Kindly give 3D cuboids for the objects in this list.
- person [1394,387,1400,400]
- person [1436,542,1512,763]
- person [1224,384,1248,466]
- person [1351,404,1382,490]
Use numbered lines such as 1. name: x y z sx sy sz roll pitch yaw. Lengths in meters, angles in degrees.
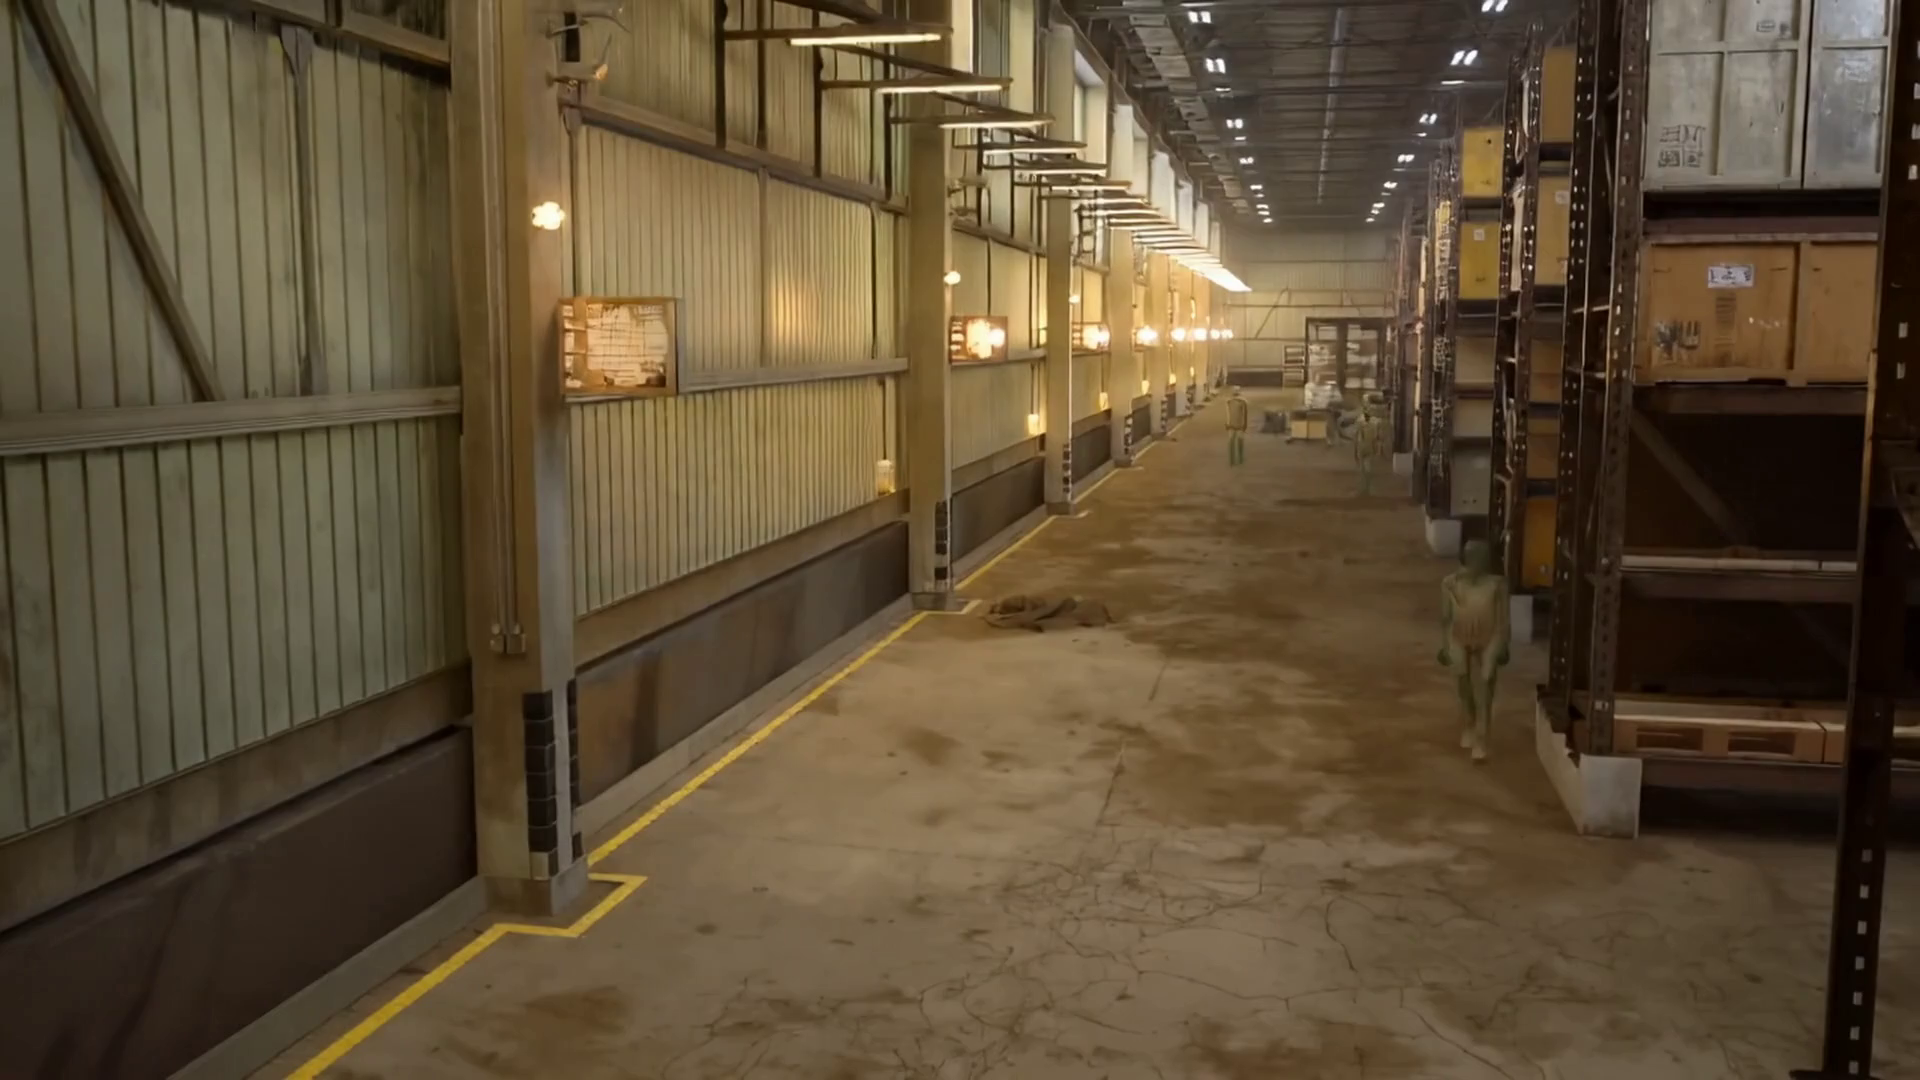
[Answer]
1. person: 12.403 -3.599 46.766 0.346 1.735 0.485 -5 9 -37
2. person: 3.734 0.799 12.103 0.525 1.581 0.874 2 7 18
3. person: 6.439 -2.682 38.795 0.571 1.884 0.972 2 8 18
4. person: 8.095 -1.869 33.103 0.586 1.694 0.853 2 7 15
